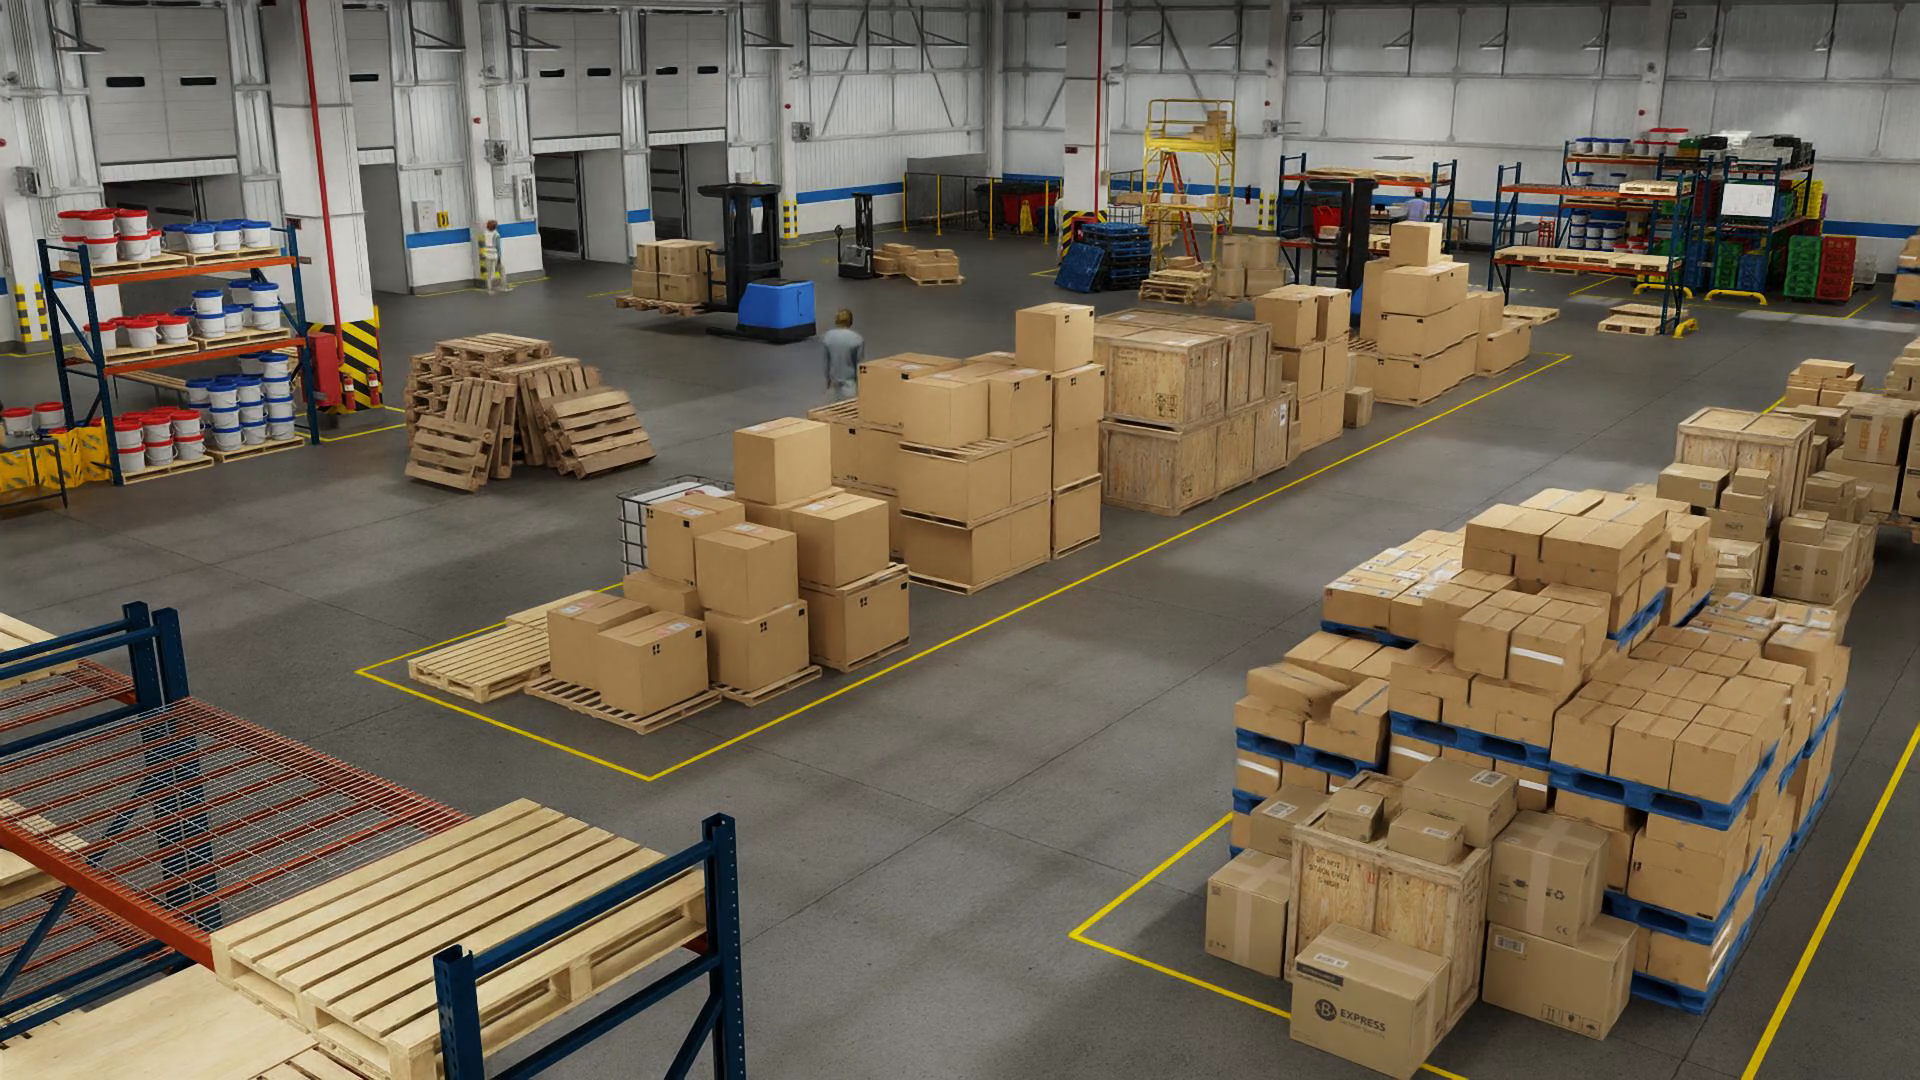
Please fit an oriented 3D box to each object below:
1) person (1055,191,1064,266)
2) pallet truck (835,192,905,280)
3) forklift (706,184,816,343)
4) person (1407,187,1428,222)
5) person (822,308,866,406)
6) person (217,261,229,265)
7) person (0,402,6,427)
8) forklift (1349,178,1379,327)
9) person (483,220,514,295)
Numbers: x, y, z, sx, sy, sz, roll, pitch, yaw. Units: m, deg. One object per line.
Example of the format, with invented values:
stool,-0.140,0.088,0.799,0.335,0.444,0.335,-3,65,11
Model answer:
person,2.613,-7.681,40.814,0.635,1.936,0.352,12,21,35
pallet truck,-1.936,-7.159,38.982,1.885,1.965,0.823,-12,21,-34
forklift,-3.717,-5.181,30.929,1.873,2.768,1.129,12,21,35
person,11.406,-7.882,41.596,0.543,1.875,0.959,9,19,28
person,-1.590,-2.202,22.708,0.630,1.922,0.598,6,18,19
person,-12.377,-3.841,28.188,0.584,1.882,0.337,15,22,40
person,-13.975,-2.402,23.598,0.517,1.800,0.963,2,17,7
forklift,7.734,-5.553,32.162,1.873,2.768,1.129,3,17,10
person,-10.178,-6.223,36.547,0.518,1.613,0.729,9,19,27
